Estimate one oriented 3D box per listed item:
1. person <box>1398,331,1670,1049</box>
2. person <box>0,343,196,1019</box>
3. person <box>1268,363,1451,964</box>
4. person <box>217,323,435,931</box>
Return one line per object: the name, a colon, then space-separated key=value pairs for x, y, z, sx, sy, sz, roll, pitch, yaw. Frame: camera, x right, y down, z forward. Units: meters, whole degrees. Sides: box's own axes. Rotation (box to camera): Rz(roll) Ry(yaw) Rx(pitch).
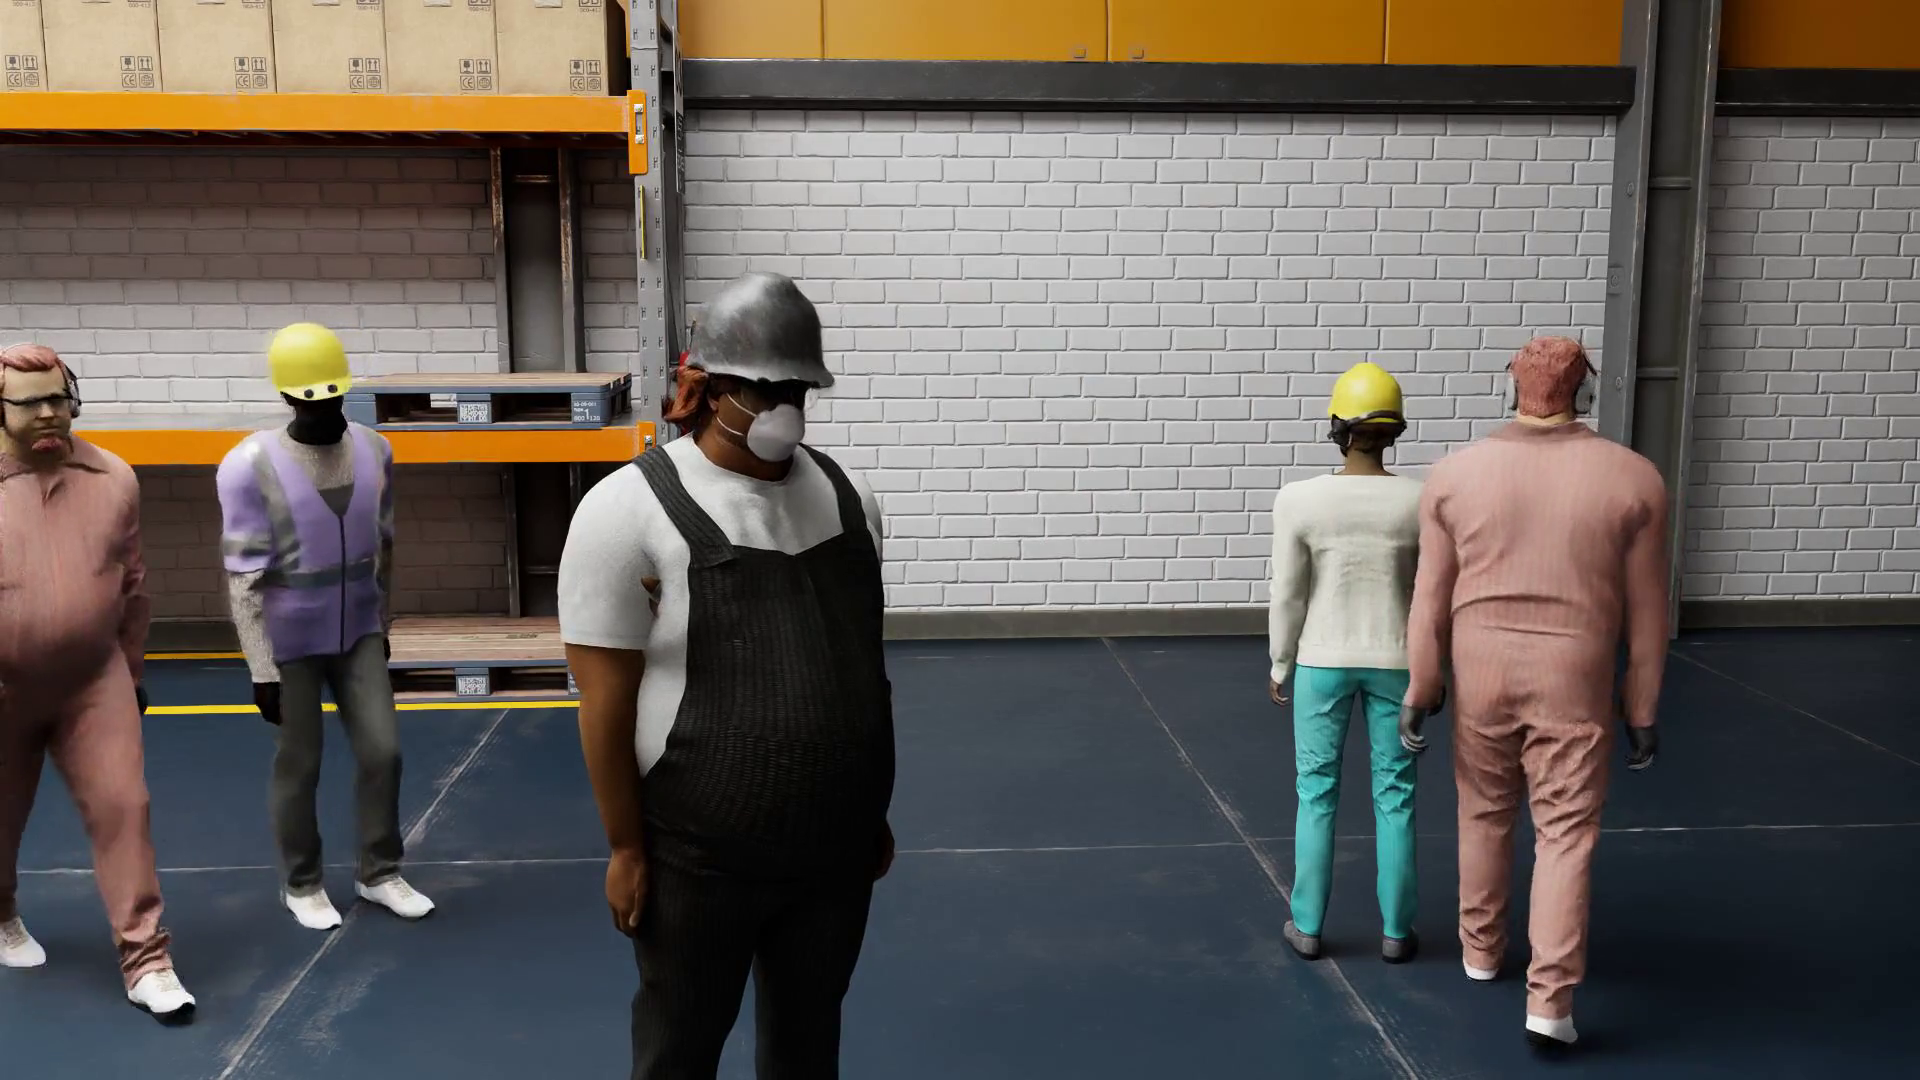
person: x=1.542 y=0.387 z=4.512 sx=0.670 sy=1.917 sz=0.644 roll=4 pitch=10 yaw=25
person: x=-2.561 y=0.377 z=4.619 sx=0.988 sy=1.853 sz=0.644 roll=9 pitch=13 yaw=44
person: x=1.171 y=0.369 z=4.892 sx=0.533 sy=1.771 sz=0.305 roll=1 pitch=9 yaw=9
person: x=-1.940 y=0.289 z=5.027 sx=0.592 sy=1.884 sz=0.605 roll=7 pitch=11 yaw=38
